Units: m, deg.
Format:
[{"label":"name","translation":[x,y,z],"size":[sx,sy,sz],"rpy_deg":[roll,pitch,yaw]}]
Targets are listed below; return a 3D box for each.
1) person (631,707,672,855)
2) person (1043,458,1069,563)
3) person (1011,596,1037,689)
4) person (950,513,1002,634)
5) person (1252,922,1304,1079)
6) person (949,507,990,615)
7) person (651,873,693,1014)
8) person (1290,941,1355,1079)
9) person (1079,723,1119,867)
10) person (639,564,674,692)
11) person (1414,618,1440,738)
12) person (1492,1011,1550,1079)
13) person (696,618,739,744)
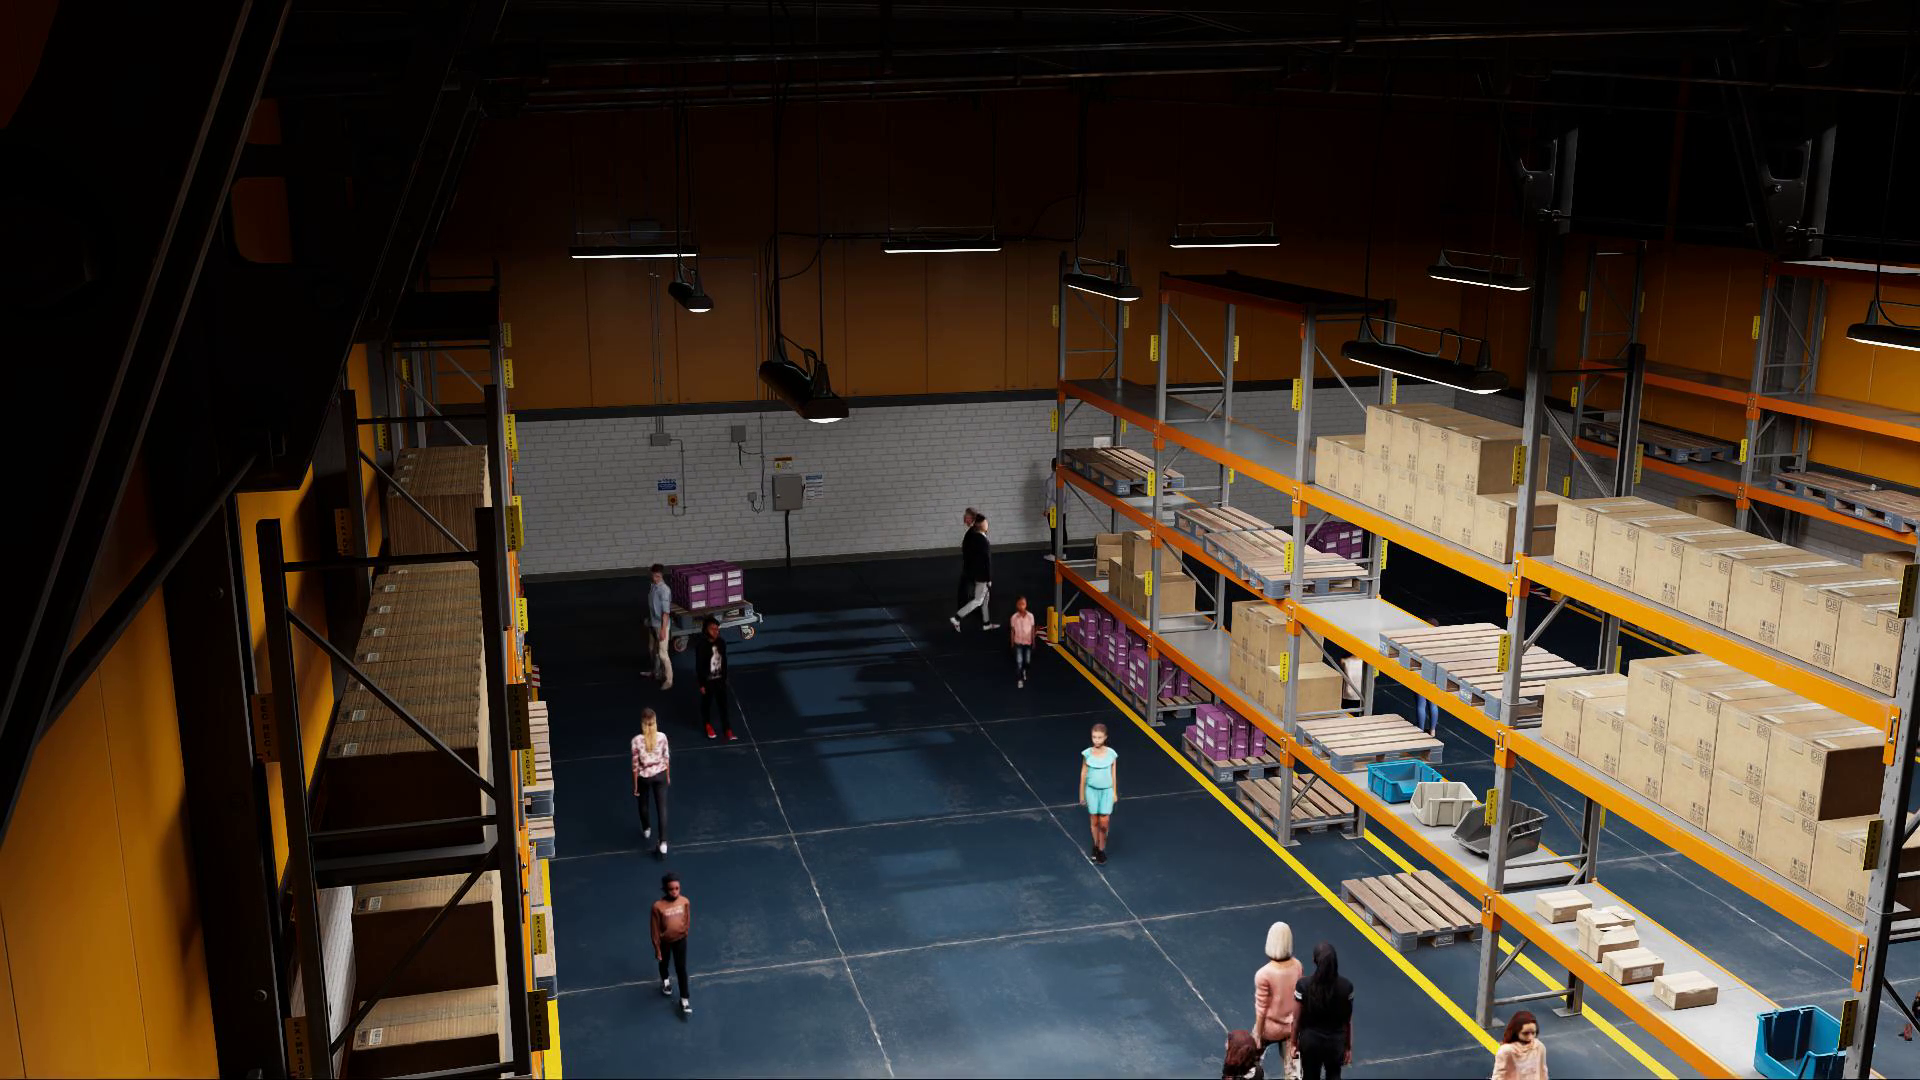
[{"label":"person","translation":[-3.334,2.647,18.103],"size":[0.618,1.592,1.096],"rpy_deg":[-5,14,-19]},{"label":"person","translation":[1.802,-0.579,30.707],"size":[0.768,1.930,0.748],"rpy_deg":[-11,17,-38]},{"label":"person","translation":[0.903,1.428,23.767],"size":[0.569,1.296,0.884],"rpy_deg":[-2,14,-7]},{"label":"person","translation":[0.218,0.543,26.086],"size":[0.918,1.924,1.145],"rpy_deg":[-6,15,-24]},{"label":"person","translation":[2.535,3.860,12.946],"size":[0.697,1.662,1.228],"rpy_deg":[-6,15,-23]},{"label":"person","translation":[0.305,0.363,27.117],"size":[0.959,1.789,0.949],"rpy_deg":[3,14,12]},{"label":"person","translation":[-2.628,3.585,15.009],"size":[0.583,1.224,0.921],"rpy_deg":[-5,15,-21]},{"label":"person","translation":[2.769,3.901,12.651],"size":[0.750,1.720,0.829],"rpy_deg":[2,14,7]},{"label":"person","translation":[1.516,2.702,17.976],"size":[0.695,1.546,0.767],"rpy_deg":[3,14,14]},{"label":"person","translation":[-4.251,1.206,23.562],"size":[1.037,1.825,0.680],"rpy_deg":[-6,15,-24]},{"label":"person","translation":[6.074,1.787,21.610],"size":[0.617,1.614,0.555],"rpy_deg":[-6,15,-23]},{"label":"person","translation":[4.083,4.116,12.296],"size":[0.632,1.470,0.641],"rpy_deg":[-6,15,-24]},{"label":"person","translation":[-3.241,1.800,21.496],"size":[0.806,1.641,1.106],"rpy_deg":[-8,16,-30]}]
